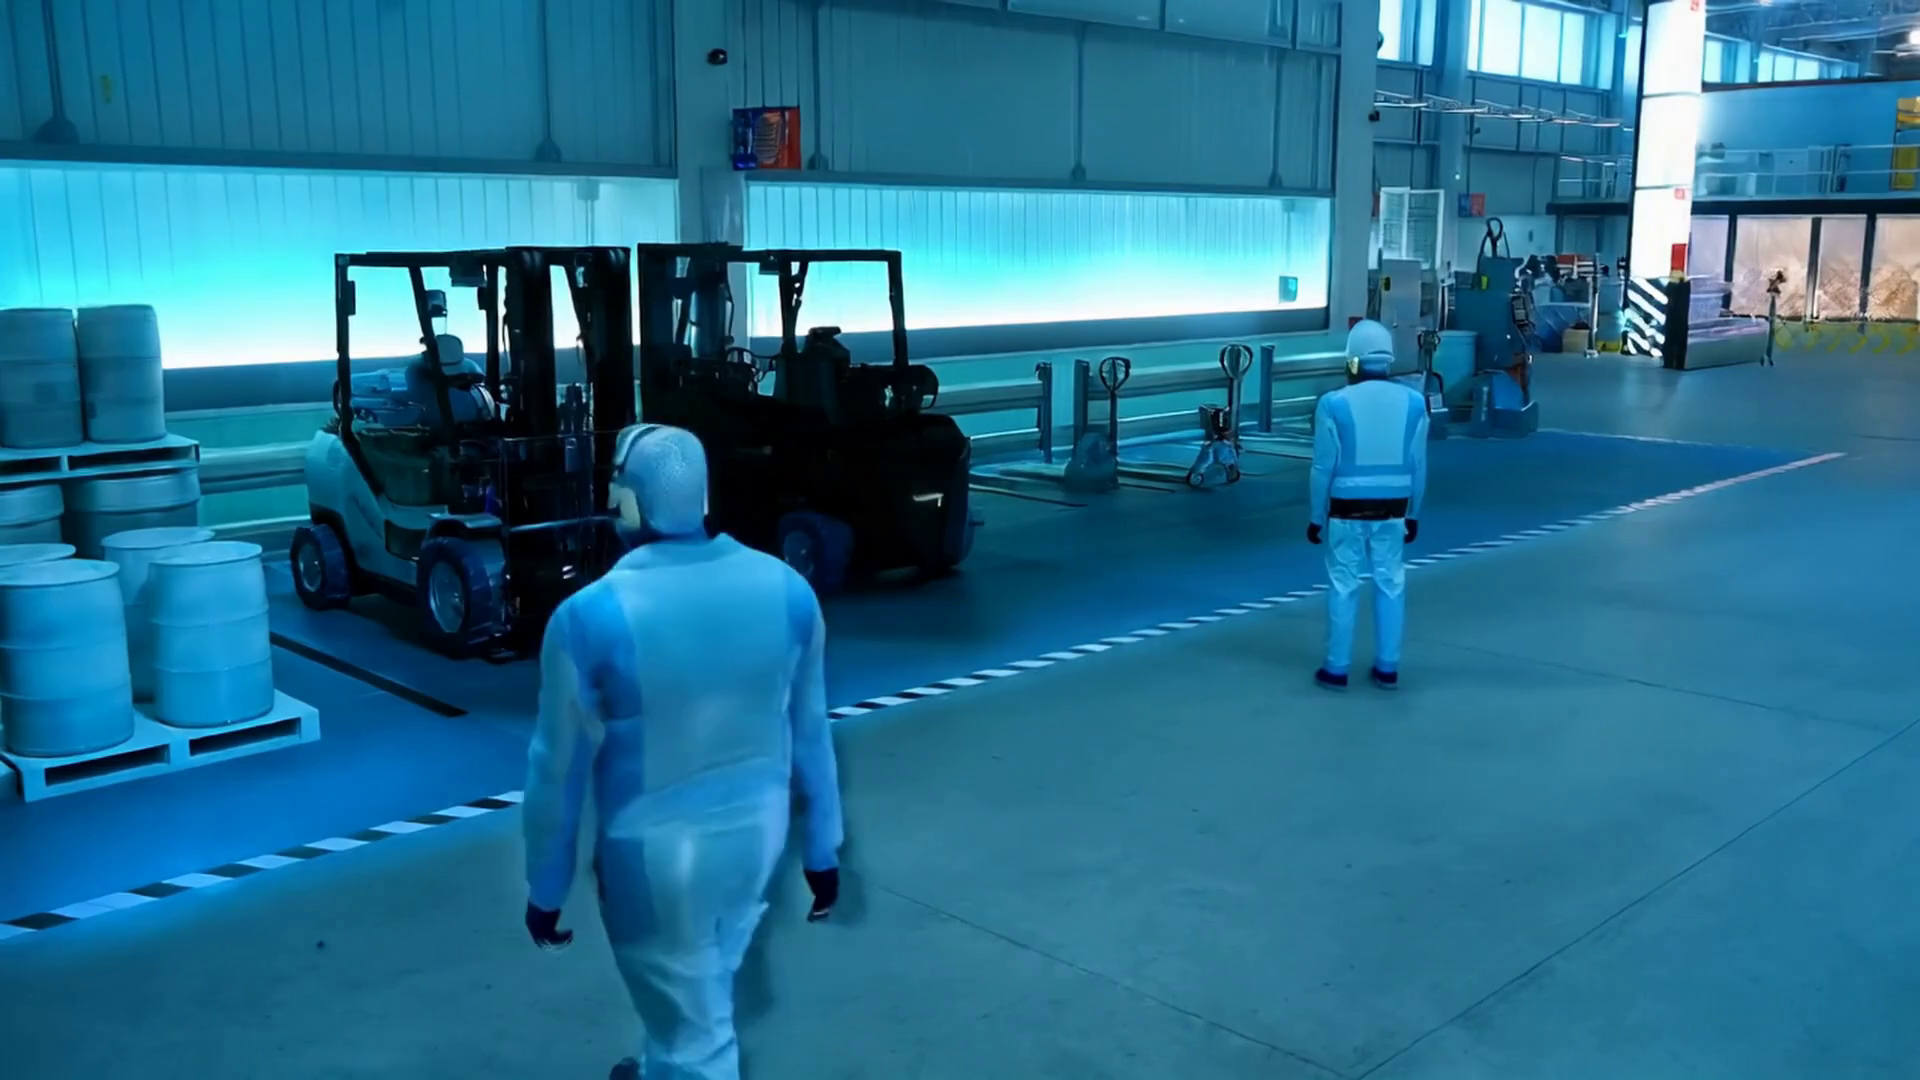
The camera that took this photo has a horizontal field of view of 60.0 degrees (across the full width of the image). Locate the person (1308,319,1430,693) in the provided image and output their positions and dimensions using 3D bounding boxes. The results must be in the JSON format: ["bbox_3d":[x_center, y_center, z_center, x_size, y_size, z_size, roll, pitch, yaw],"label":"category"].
[{"bbox_3d":[1.985,-0.159,8.166,0.588,1.837,0.404,-2,11,-9],"label":"person"}]

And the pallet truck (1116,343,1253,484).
[{"bbox_3d":[1.962,-1.215,15.415,1.522,1.261,0.704,10,14,43],"label":"pallet truck"}]

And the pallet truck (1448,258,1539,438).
[{"bbox_3d":[5.704,-2.208,18.901,1.885,1.965,0.823,10,14,43],"label":"pallet truck"}]

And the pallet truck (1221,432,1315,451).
[{"bbox_3d":[3.563,-1.581,17.381,0.653,1.274,1.630,-10,14,-44],"label":"pallet truck"}]

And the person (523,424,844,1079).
[{"bbox_3d":[-0.633,0.670,3.617,0.663,1.842,1.005,-9,14,-41],"label":"person"}]

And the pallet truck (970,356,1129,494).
[{"bbox_3d":[0.784,-1.085,14.876,0.680,1.201,1.601,-10,14,-44],"label":"pallet truck"}]

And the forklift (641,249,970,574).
[{"bbox_3d":[-1.173,-0.958,11.239,2.680,1.987,1.157,10,14,43],"label":"forklift"}]

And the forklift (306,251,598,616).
[{"bbox_3d":[-2.833,-0.669,9.694,1.157,1.987,2.680,-10,14,-44],"label":"forklift"}]

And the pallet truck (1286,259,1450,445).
[{"bbox_3d":[4.493,-2.078,18.196,0.823,1.965,1.885,-9,14,-40],"label":"pallet truck"}]
